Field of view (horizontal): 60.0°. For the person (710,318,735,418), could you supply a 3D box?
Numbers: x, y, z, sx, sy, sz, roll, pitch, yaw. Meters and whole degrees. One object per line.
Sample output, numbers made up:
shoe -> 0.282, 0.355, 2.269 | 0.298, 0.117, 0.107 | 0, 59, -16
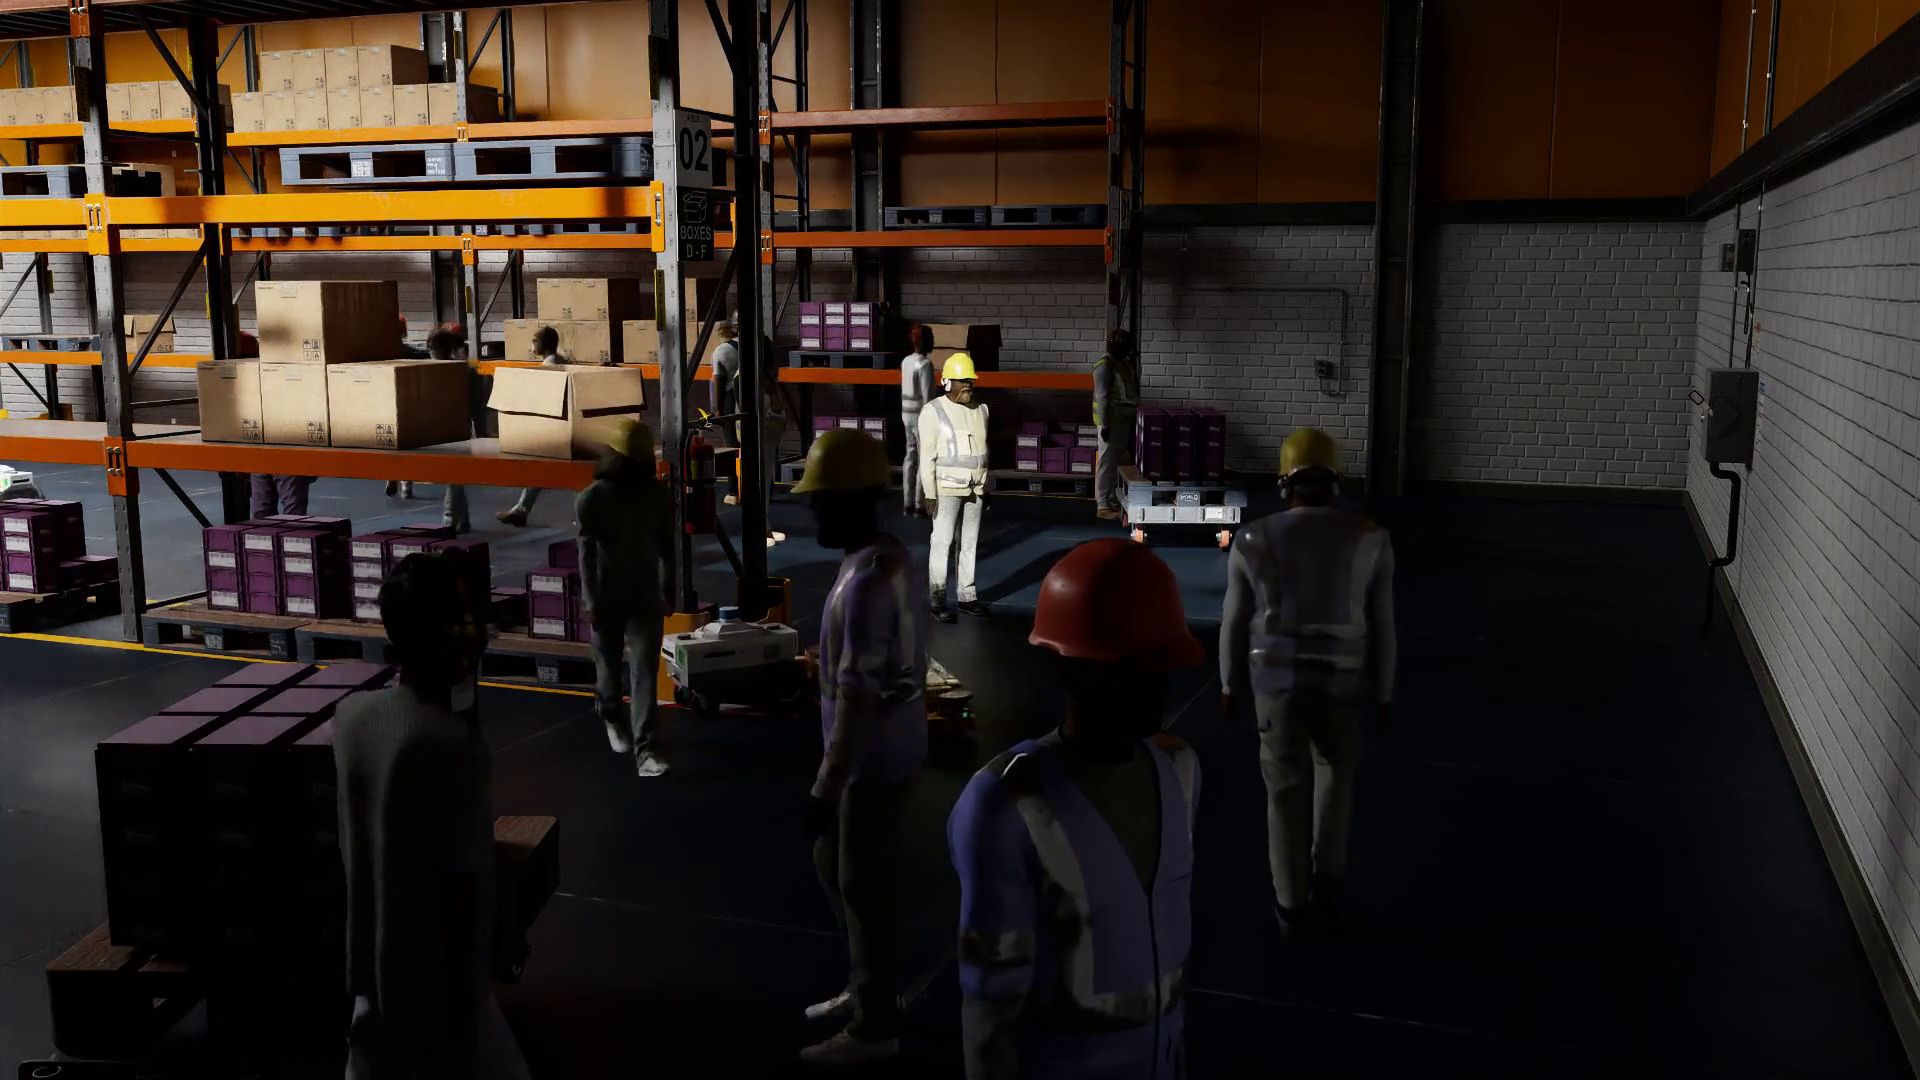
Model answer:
person -> -2.342, -1.430, 17.877 | 0.646, 1.896, 0.569 | 4, 10, 25

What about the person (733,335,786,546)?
person -> -1.741, -0.876, 14.579 | 0.429, 1.845, 0.627 | 2, 9, 11

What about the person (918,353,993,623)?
person -> -0.006, -0.360, 11.366 | 0.602, 1.830, 0.404 | -8, 12, -41

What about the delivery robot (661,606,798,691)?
delivery robot -> -1.252, 0.604, 9.021 | 0.707, 0.478, 0.477 | -5, 10, -29

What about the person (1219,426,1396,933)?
person -> 1.244, 0.499, 6.021 | 0.618, 1.812, 0.484 | 1, 9, 6

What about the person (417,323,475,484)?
person -> -5.686, -1.515, 18.661 | 1.015, 1.821, 0.565 | 1, 9, 9

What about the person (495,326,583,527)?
person -> -3.816, -1.049, 15.534 | 1.049, 1.884, 0.645 | 0, 9, 3

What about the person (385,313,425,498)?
person -> -5.894, -1.396, 17.420 | 0.637, 1.975, 0.569 | -3, 10, -20

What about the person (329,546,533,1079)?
person -> -1.155, 0.921, 3.412 | 0.524, 1.821, 0.992 | 6, 11, 33

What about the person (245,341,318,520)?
person -> -5.183, -0.604, 12.669 | 0.639, 1.911, 0.406 | 2, 9, 10

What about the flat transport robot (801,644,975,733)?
flat transport robot -> -0.423, 0.787, 9.055 | 0.652, 0.197, 1.431 | -3, 9, -15

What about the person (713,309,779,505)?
person -> -2.232, -1.388, 17.172 | 0.676, 2.000, 0.536 | -4, 10, -22

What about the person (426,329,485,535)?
person -> -4.573, -0.926, 14.794 | 0.620, 1.875, 1.069 | 1, 9, 5

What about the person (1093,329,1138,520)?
person -> 1.515, -1.126, 16.171 | 0.430, 1.838, 0.624 | 4, 10, 24

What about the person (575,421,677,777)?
person -> -1.572, 0.264, 7.933 | 0.495, 1.673, 0.898 | -4, 10, -23

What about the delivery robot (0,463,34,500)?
delivery robot -> -9.491, -0.567, 16.376 | 0.707, 0.478, 0.477 | 4, 10, 23

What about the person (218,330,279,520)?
person -> -5.462, -0.642, 12.811 | 0.545, 1.939, 0.374 | 1, 9, 3

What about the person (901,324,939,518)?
person -> -0.381, -1.152, 16.193 | 0.358, 1.879, 0.583 | -5, 10, -28

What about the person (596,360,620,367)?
person -> -3.002, -0.699, 14.104 | 0.312, 1.639, 0.512 | -3, 9, -17

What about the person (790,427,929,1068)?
person -> -0.305, 0.625, 4.913 | 0.423, 1.920, 0.606 | -1, 9, -4

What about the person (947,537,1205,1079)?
person -> 0.232, 0.950, 2.811 | 0.546, 1.939, 0.375 | -9, 13, -44
